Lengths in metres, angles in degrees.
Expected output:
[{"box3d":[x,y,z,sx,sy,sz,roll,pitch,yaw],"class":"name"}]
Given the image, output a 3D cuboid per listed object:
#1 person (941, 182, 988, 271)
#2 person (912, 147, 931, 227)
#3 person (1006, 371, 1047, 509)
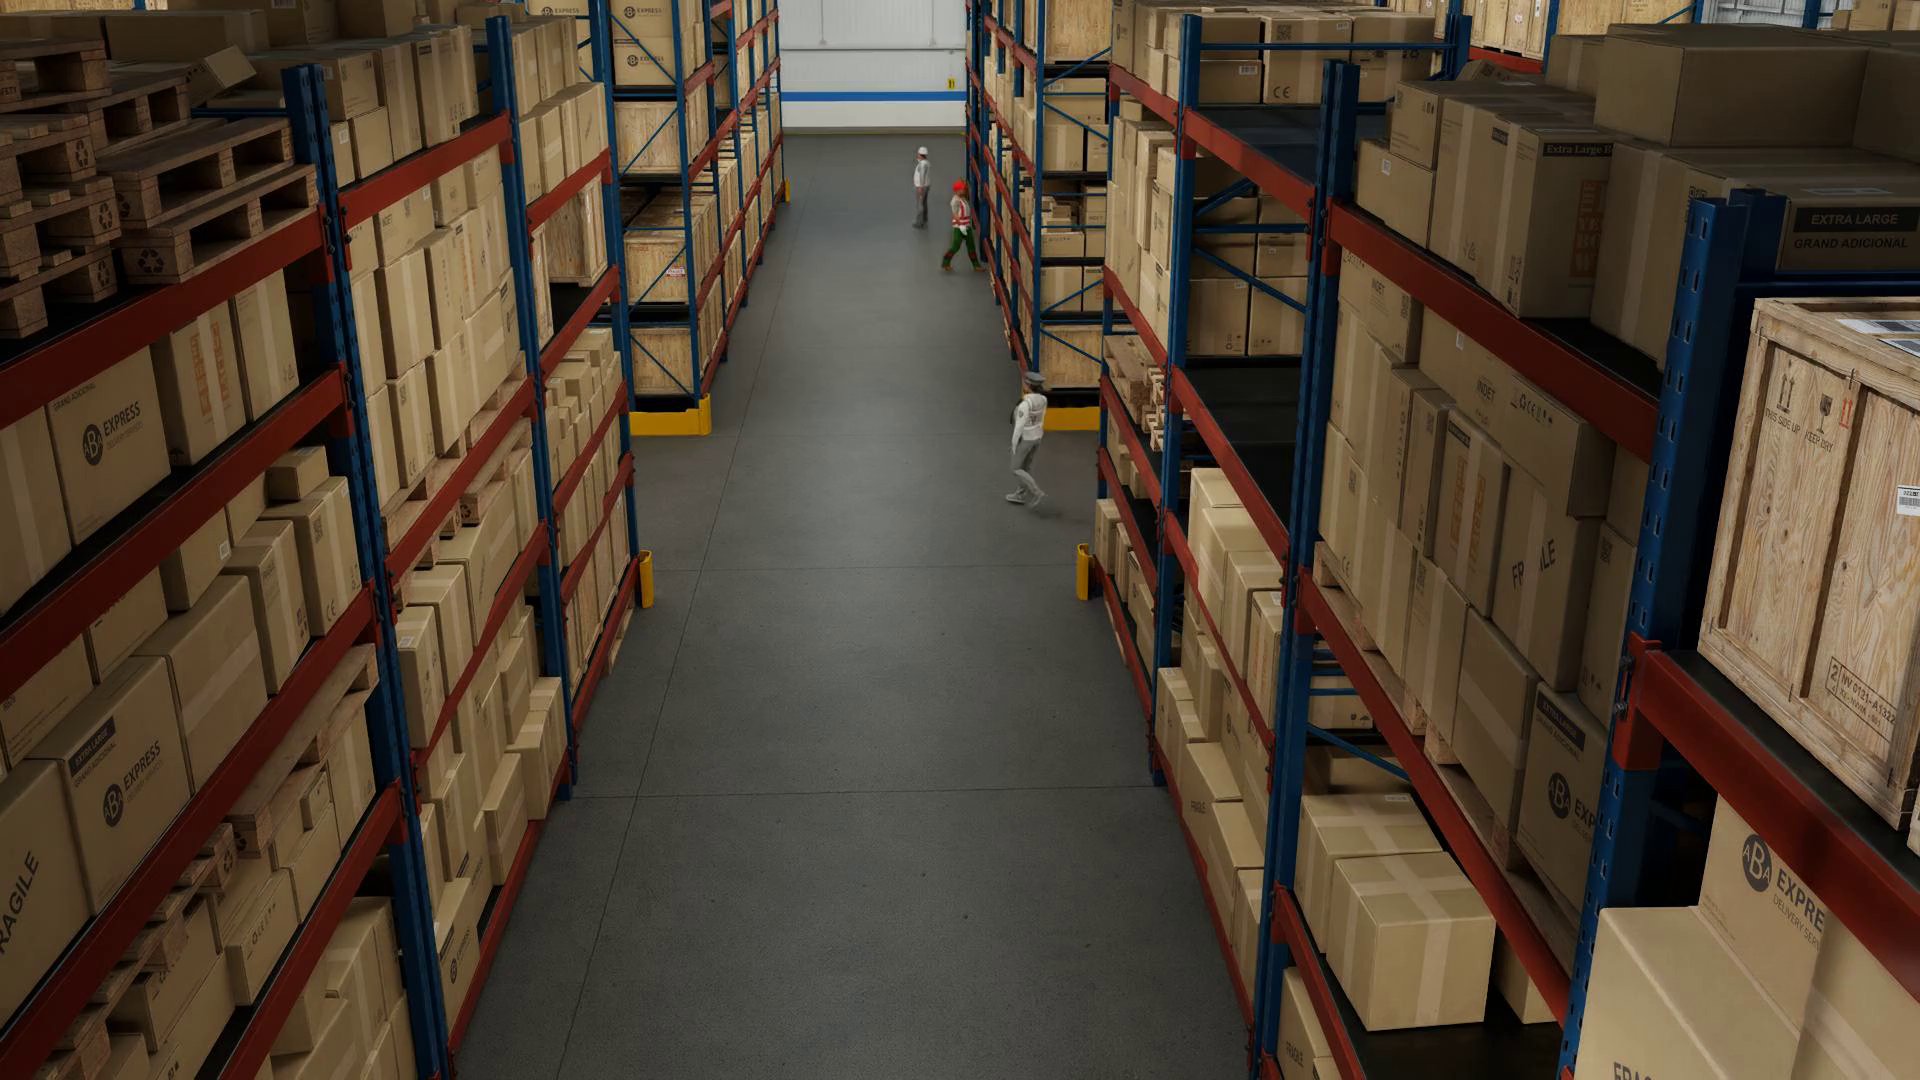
[{"box3d":[0.084,-6.250,33.215,0.937,1.755,0.536,11,23,27],"class":"person"},{"box3d":[-0.884,-8.138,38.259,0.427,1.774,0.568,5,21,13],"class":"person"},{"box3d":[0.789,-1.189,19.792,0.701,1.662,0.501,16,26,36],"class":"person"}]
